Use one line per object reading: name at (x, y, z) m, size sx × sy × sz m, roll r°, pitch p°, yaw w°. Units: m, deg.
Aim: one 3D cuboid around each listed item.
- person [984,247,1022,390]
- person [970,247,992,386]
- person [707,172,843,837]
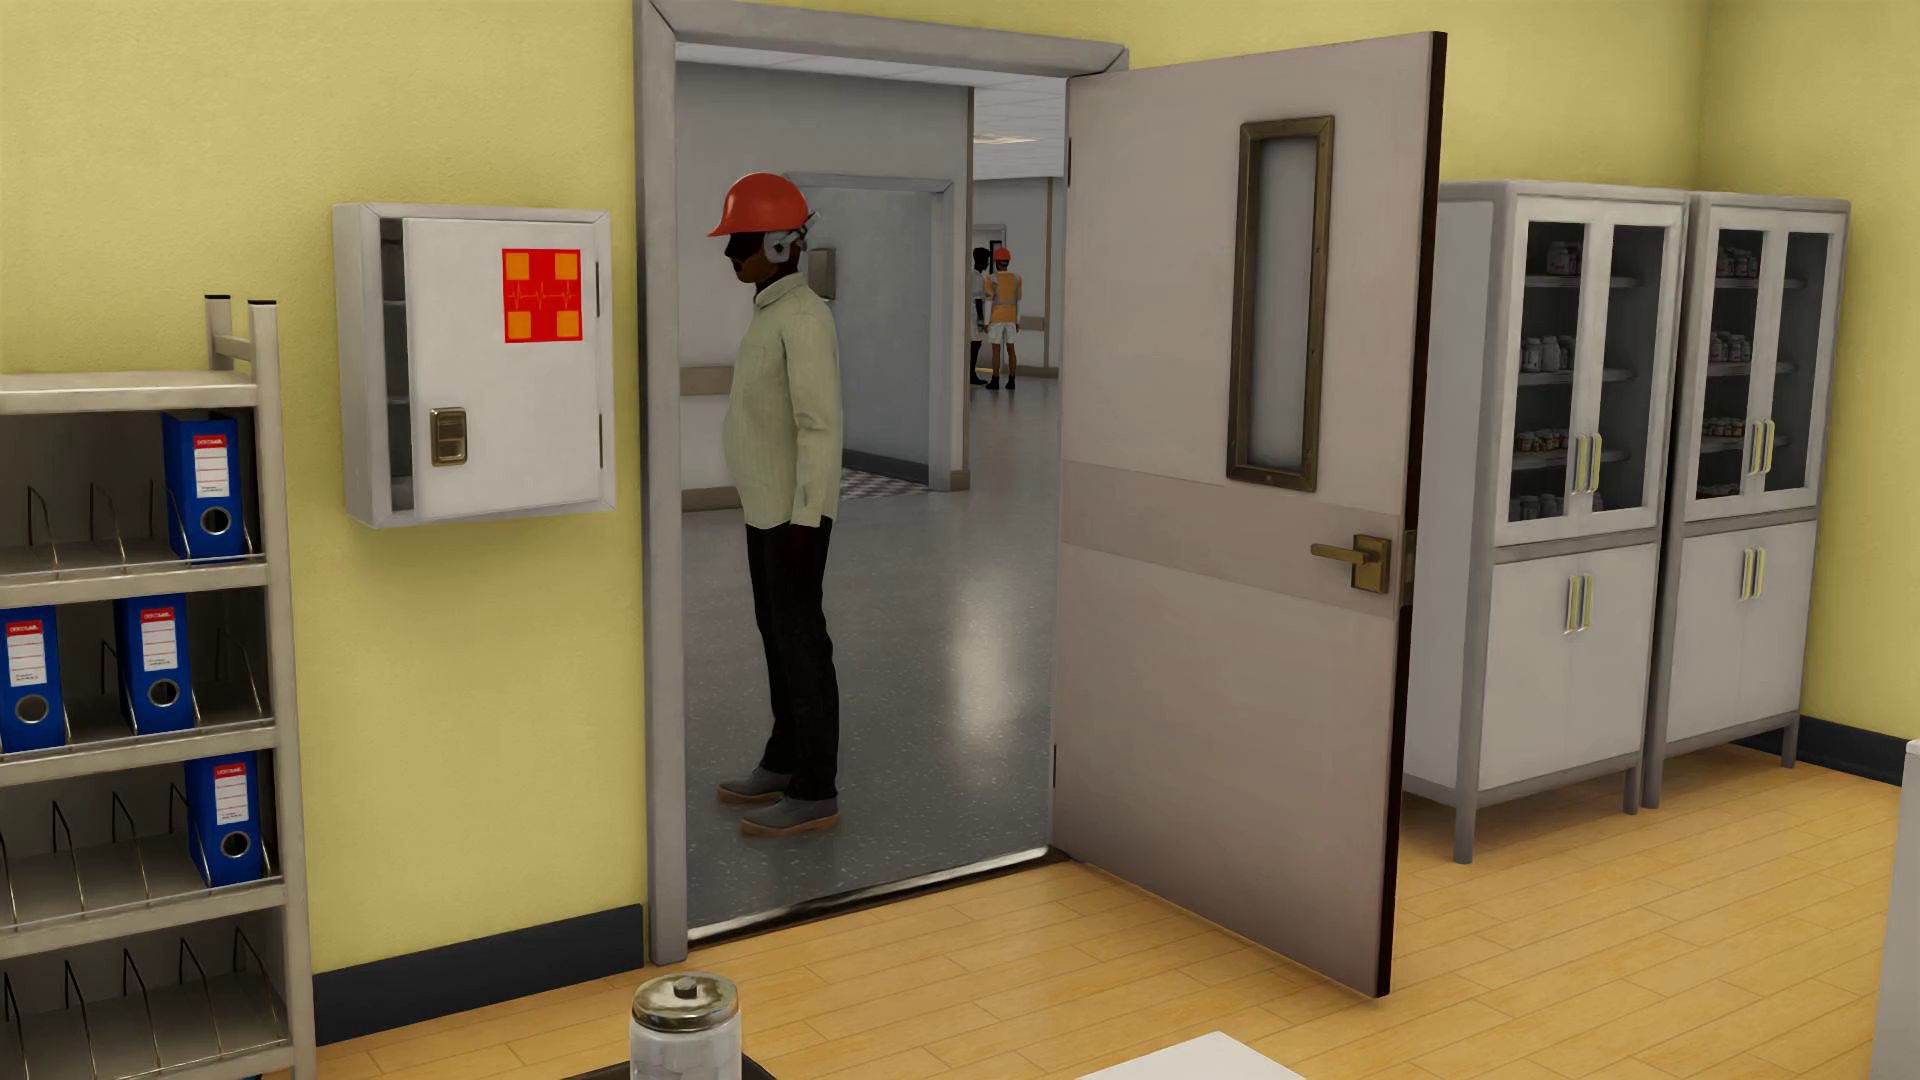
person at (0.574, -3.027, 22.802) m, size 0.543 × 1.941 × 0.353 m, roll -3°, pitch 10°, yaw -21°
person at (0.239, -3.135, 23.389) m, size 0.387 × 1.954 × 0.609 m, roll -1°, pitch 10°, yaw -10°
person at (-0.560, -0.101, 5.064) m, size 0.401 × 1.989 × 0.623 m, roll -2°, pitch 10°, yaw -19°
